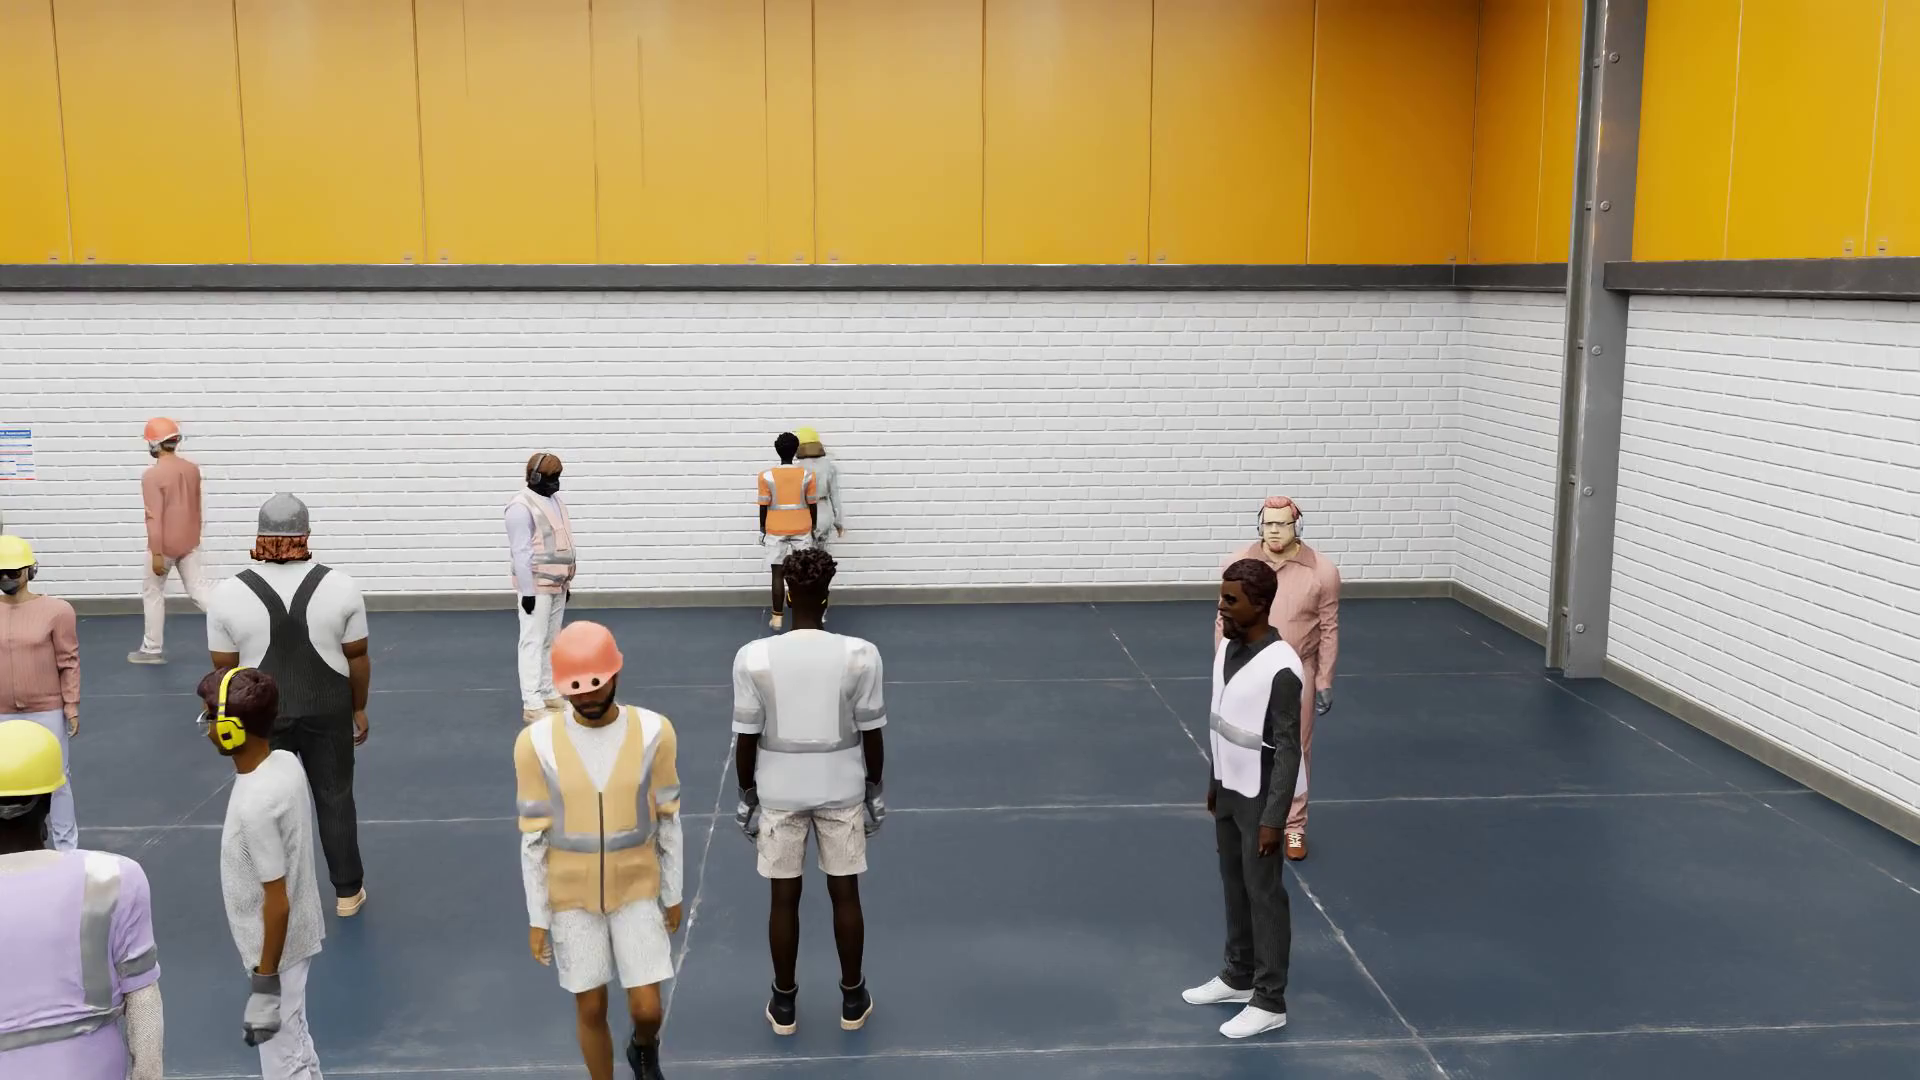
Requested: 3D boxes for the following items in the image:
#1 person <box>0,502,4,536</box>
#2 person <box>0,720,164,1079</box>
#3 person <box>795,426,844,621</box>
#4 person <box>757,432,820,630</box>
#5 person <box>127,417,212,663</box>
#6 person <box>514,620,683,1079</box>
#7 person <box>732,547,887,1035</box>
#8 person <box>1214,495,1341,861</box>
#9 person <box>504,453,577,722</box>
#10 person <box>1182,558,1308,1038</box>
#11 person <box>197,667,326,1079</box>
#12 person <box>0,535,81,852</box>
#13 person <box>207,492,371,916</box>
[{"bbox_3d":[-7.776,-0.013,12.936,0.611,1.996,0.378,-4,10,-23],"label":"person"},{"bbox_3d":[-2.348,1.405,4.250,0.588,1.927,0.370,-5,10,-27],"label":"person"},{"bbox_3d":[-1.348,-0.145,14.613,0.506,1.715,0.527,9,13,44],"label":"person"},{"bbox_3d":[-1.470,-0.073,14.253,0.540,1.695,0.317,-2,9,-13],"label":"person"},{"bbox_3d":[-6.035,0.015,12.898,0.978,1.958,0.631,2,9,15],"label":"person"},{"bbox_3d":[-1.211,1.194,5.651,0.549,1.910,0.478,-2,9,-14],"label":"person"},{"bbox_3d":[-0.598,1.001,6.661,0.610,1.964,0.366,-1,9,-5],"label":"person"},{"bbox_3d":[1.631,0.713,8.659,0.636,1.910,0.405,3,10,19],"label":"person"},{"bbox_3d":[-2.833,0.320,11.356,0.430,1.838,0.619,2,9,11],"label":"person"},{"bbox_3d":[1.175,1.020,6.696,0.392,1.919,0.591,-3,9,-17],"label":"person"},{"bbox_3d":[-2.136,1.298,5.125,0.333,1.864,0.520,-2,9,-15],"label":"person"},{"bbox_3d":[-4.646,0.847,8.257,0.525,1.769,0.312,-3,9,-17],"label":"person"},{"bbox_3d":[-3.127,0.781,7.810,0.688,2.000,0.538,-4,10,-23],"label":"person"}]
